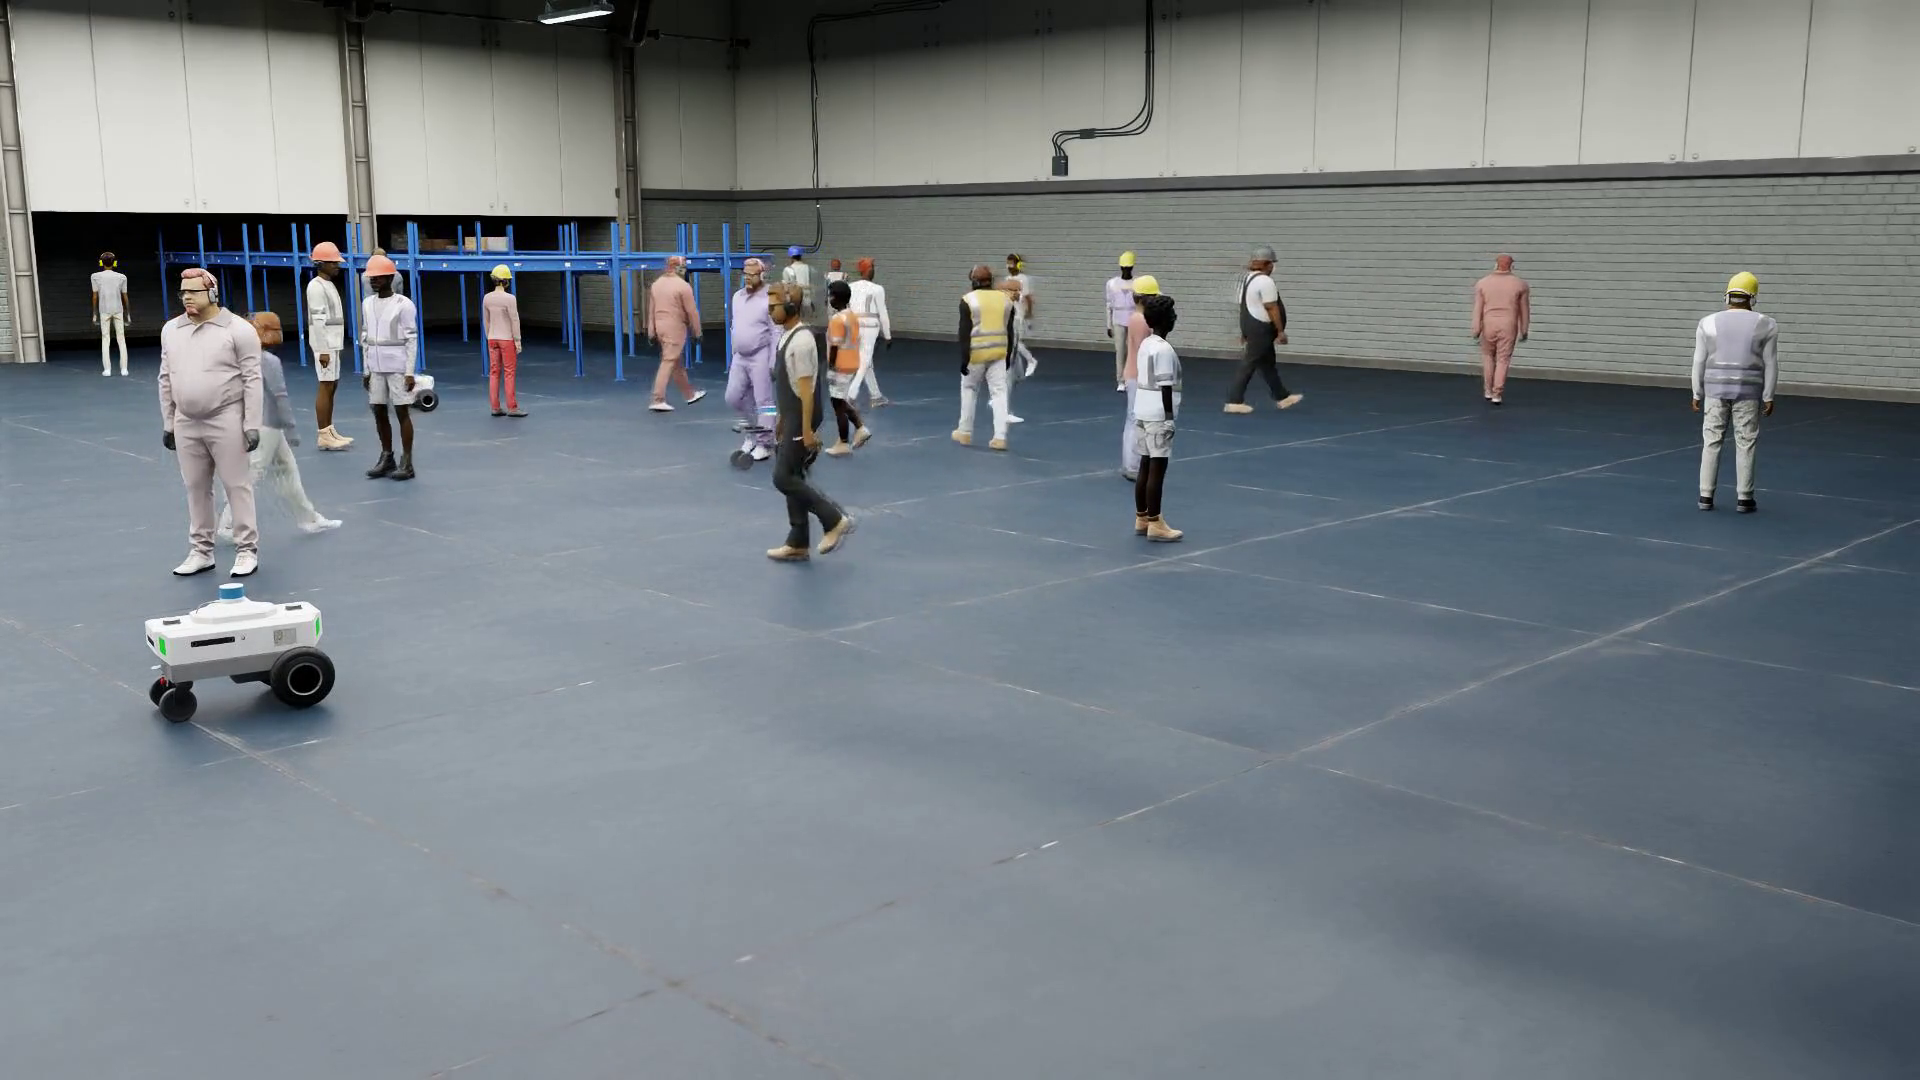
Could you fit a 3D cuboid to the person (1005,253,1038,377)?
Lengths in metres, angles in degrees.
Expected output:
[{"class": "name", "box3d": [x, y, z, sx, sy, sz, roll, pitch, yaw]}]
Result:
[{"class": "person", "box3d": [0.839, -3.284, 24.470, 0.451, 1.848, 0.548, -7, 12, -32]}]

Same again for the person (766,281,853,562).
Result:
[{"class": "person", "box3d": [-1.028, -0.759, 10.768, 0.470, 1.829, 0.515, -2, 11, -12]}]

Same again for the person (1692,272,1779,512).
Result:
[{"class": "person", "box3d": [5.963, -1.141, 12.819, 0.600, 1.829, 0.404, 6, 12, 30]}]

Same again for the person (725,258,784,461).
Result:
[{"class": "person", "box3d": [-1.928, -1.695, 15.648, 0.680, 1.893, 0.419, 7, 13, 35]}]

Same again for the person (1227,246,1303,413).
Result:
[{"class": "person", "box3d": [3.666, -2.528, 19.927, 1.030, 2.000, 0.692, -1, 10, -6]}]

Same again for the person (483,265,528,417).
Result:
[{"class": "person", "box3d": [-5.337, -2.327, 19.469, 0.528, 1.768, 0.313, 6, 12, 29]}]

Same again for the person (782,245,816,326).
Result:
[{"class": "person", "box3d": [-2.841, -4.141, 28.903, 0.633, 1.925, 0.600, -8, 13, -36]}]

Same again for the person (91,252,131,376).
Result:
[{"class": "person", "box3d": [-12.872, -3.422, 25.218, 0.517, 1.855, 0.325, -6, 12, -30]}]

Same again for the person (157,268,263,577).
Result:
[{"class": "person", "box3d": [-4.669, -0.724, 10.341, 0.651, 1.907, 0.409, 1, 10, 6]}]

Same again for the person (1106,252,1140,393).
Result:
[{"class": "person", "box3d": [2.301, -3.003, 22.851, 0.592, 1.888, 0.947, 2, 11, 10]}]

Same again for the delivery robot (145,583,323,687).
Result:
[{"class": "delivery robot", "box3d": [-3.287, 0.441, 7.538, 0.707, 0.478, 0.477, -7, 13, -34]}]

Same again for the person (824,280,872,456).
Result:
[{"class": "person", "box3d": [-1.130, -1.644, 15.946, 0.383, 1.681, 0.545, 2, 11, 12]}]

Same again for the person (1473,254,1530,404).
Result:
[{"class": "person", "box3d": [6.870, -2.676, 21.070, 0.665, 1.865, 0.912, 5, 11, 23]}]

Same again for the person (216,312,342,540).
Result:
[{"class": "person", "box3d": [-4.812, -0.791, 11.581, 0.872, 1.586, 0.519, -8, 13, -37]}]

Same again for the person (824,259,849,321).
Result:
[{"class": "person", "box3d": [-2.451, -4.760, 33.074, 0.514, 1.643, 0.307, 0, 10, -1]}]

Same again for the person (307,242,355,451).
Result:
[{"class": "person", "box3d": [-6.251, -1.929, 16.538, 0.391, 2.040, 0.615, -2, 11, -10]}]

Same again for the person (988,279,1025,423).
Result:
[{"class": "person", "box3d": [0.565, -2.146, 18.892, 0.368, 1.623, 0.501, 2, 11, 13]}]

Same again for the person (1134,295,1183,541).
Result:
[{"class": "person", "box3d": [1.388, -0.857, 11.631, 0.317, 1.699, 0.539, -2, 11, -11]}]

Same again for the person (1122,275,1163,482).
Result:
[{"class": "person", "box3d": [1.580, -1.391, 14.367, 0.329, 1.766, 0.531, 0, 10, 0]}]

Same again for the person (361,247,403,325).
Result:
[{"class": "person", "box3d": [-8.065, -3.111, 23.269, 0.352, 1.937, 0.635, 8, 13, 36]}]

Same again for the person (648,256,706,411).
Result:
[{"class": "person", "box3d": [-3.408, -2.514, 20.235, 0.647, 1.854, 1.003, 9, 14, 42]}]

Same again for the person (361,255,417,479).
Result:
[{"class": "person", "box3d": [-4.967, -1.505, 14.531, 0.588, 1.937, 0.448, 4, 11, 21]}]

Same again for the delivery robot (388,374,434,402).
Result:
[{"class": "delivery robot", "box3d": [-6.764, -1.872, 20.151, 0.707, 0.478, 0.477, -7, 12, -31]}]

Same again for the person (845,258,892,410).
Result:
[{"class": "person", "box3d": [-1.164, -2.518, 20.326, 0.593, 1.839, 0.980, 7, 12, 33]}]

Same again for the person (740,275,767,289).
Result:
[{"class": "person", "box3d": [-3.971, -4.593, 32.097, 0.537, 1.664, 0.794, -5, 12, -27]}]

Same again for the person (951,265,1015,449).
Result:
[{"class": "person", "box3d": [0.204, -1.836, 16.687, 0.663, 1.798, 0.886, -5, 12, -27]}]

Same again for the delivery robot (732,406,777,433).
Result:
[{"class": "delivery robot", "box3d": [-1.744, -1.124, 15.363, 0.698, 0.223, 0.335, -5, 11, -23]}]
